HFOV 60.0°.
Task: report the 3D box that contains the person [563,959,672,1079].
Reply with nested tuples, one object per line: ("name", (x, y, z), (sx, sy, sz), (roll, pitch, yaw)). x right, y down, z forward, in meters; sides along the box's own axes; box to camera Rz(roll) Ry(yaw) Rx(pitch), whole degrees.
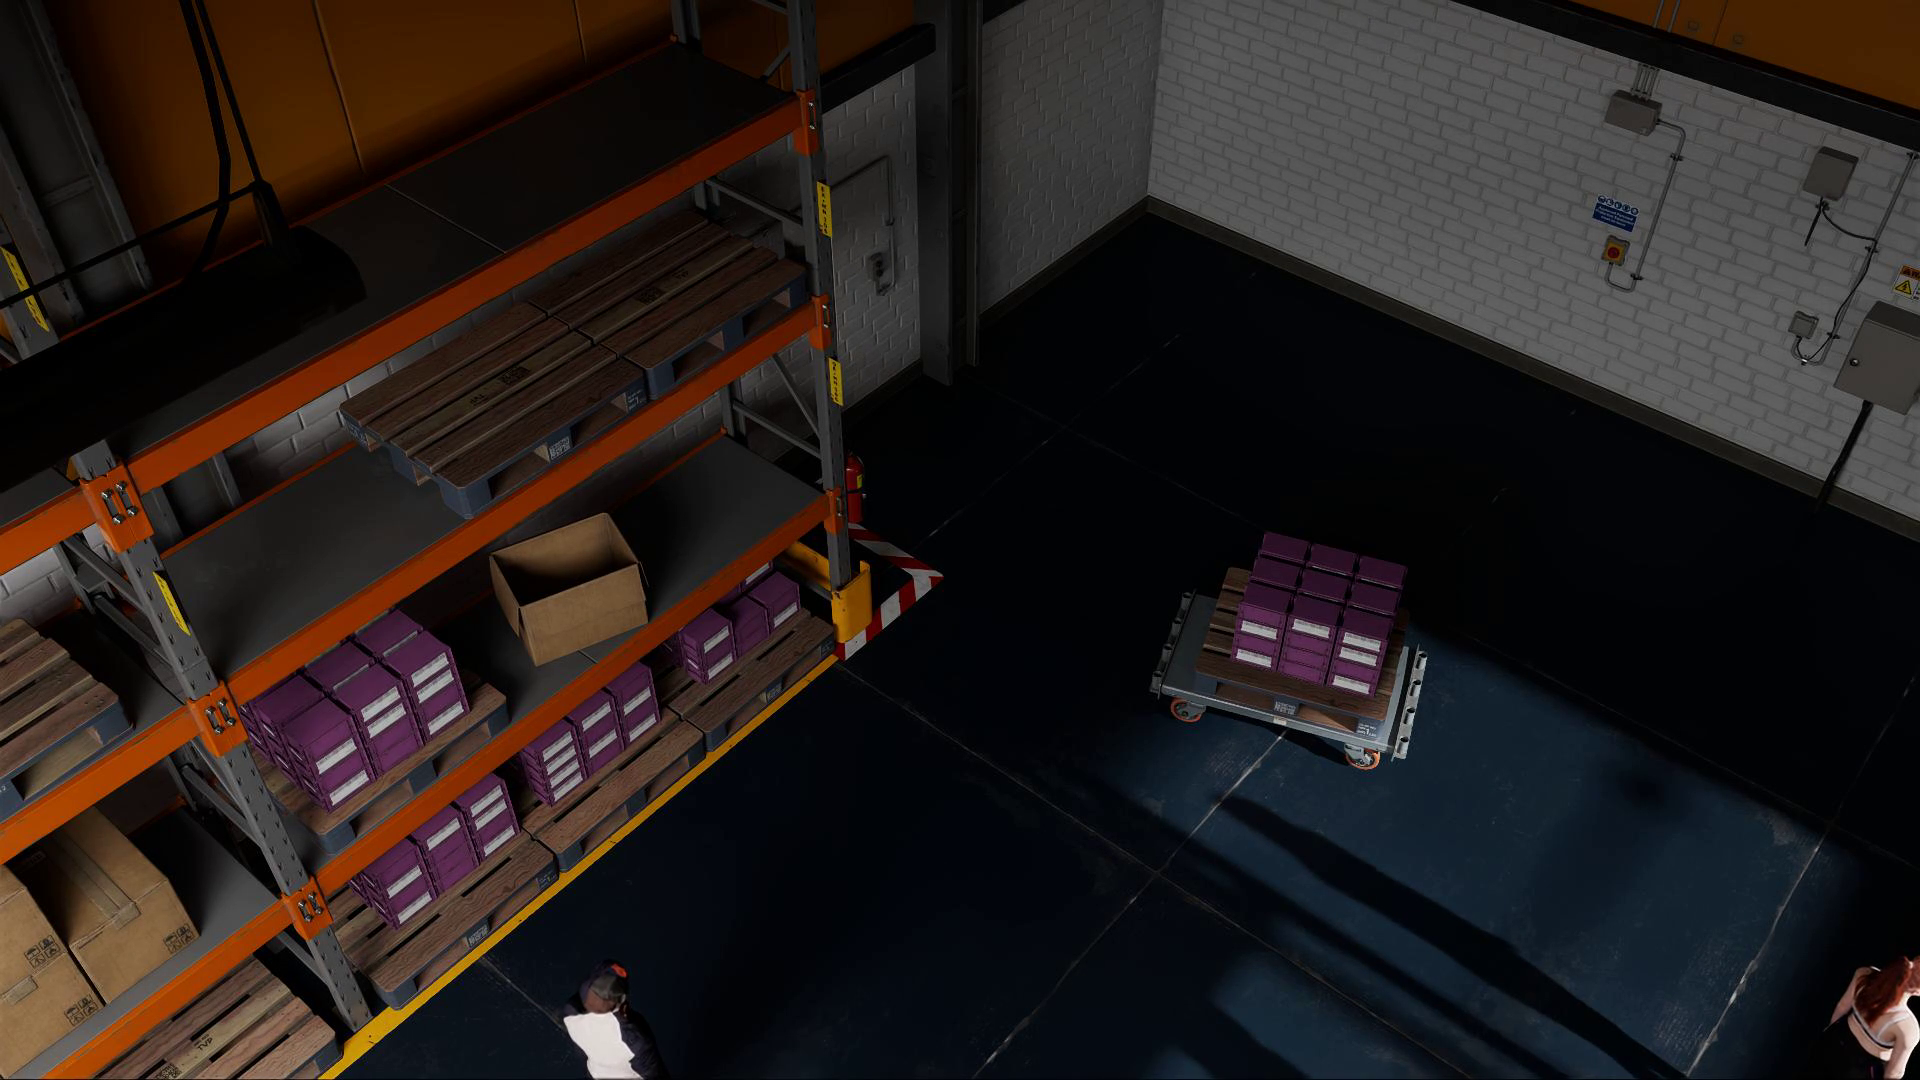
("person", (-1.610, 2.623, 8.067), (0.736, 1.891, 0.649), (21, 47, 21))

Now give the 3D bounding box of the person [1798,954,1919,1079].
("person", (4.397, 2.569, 8.231), (0.695, 1.742, 0.658), (-8, 44, -8))
